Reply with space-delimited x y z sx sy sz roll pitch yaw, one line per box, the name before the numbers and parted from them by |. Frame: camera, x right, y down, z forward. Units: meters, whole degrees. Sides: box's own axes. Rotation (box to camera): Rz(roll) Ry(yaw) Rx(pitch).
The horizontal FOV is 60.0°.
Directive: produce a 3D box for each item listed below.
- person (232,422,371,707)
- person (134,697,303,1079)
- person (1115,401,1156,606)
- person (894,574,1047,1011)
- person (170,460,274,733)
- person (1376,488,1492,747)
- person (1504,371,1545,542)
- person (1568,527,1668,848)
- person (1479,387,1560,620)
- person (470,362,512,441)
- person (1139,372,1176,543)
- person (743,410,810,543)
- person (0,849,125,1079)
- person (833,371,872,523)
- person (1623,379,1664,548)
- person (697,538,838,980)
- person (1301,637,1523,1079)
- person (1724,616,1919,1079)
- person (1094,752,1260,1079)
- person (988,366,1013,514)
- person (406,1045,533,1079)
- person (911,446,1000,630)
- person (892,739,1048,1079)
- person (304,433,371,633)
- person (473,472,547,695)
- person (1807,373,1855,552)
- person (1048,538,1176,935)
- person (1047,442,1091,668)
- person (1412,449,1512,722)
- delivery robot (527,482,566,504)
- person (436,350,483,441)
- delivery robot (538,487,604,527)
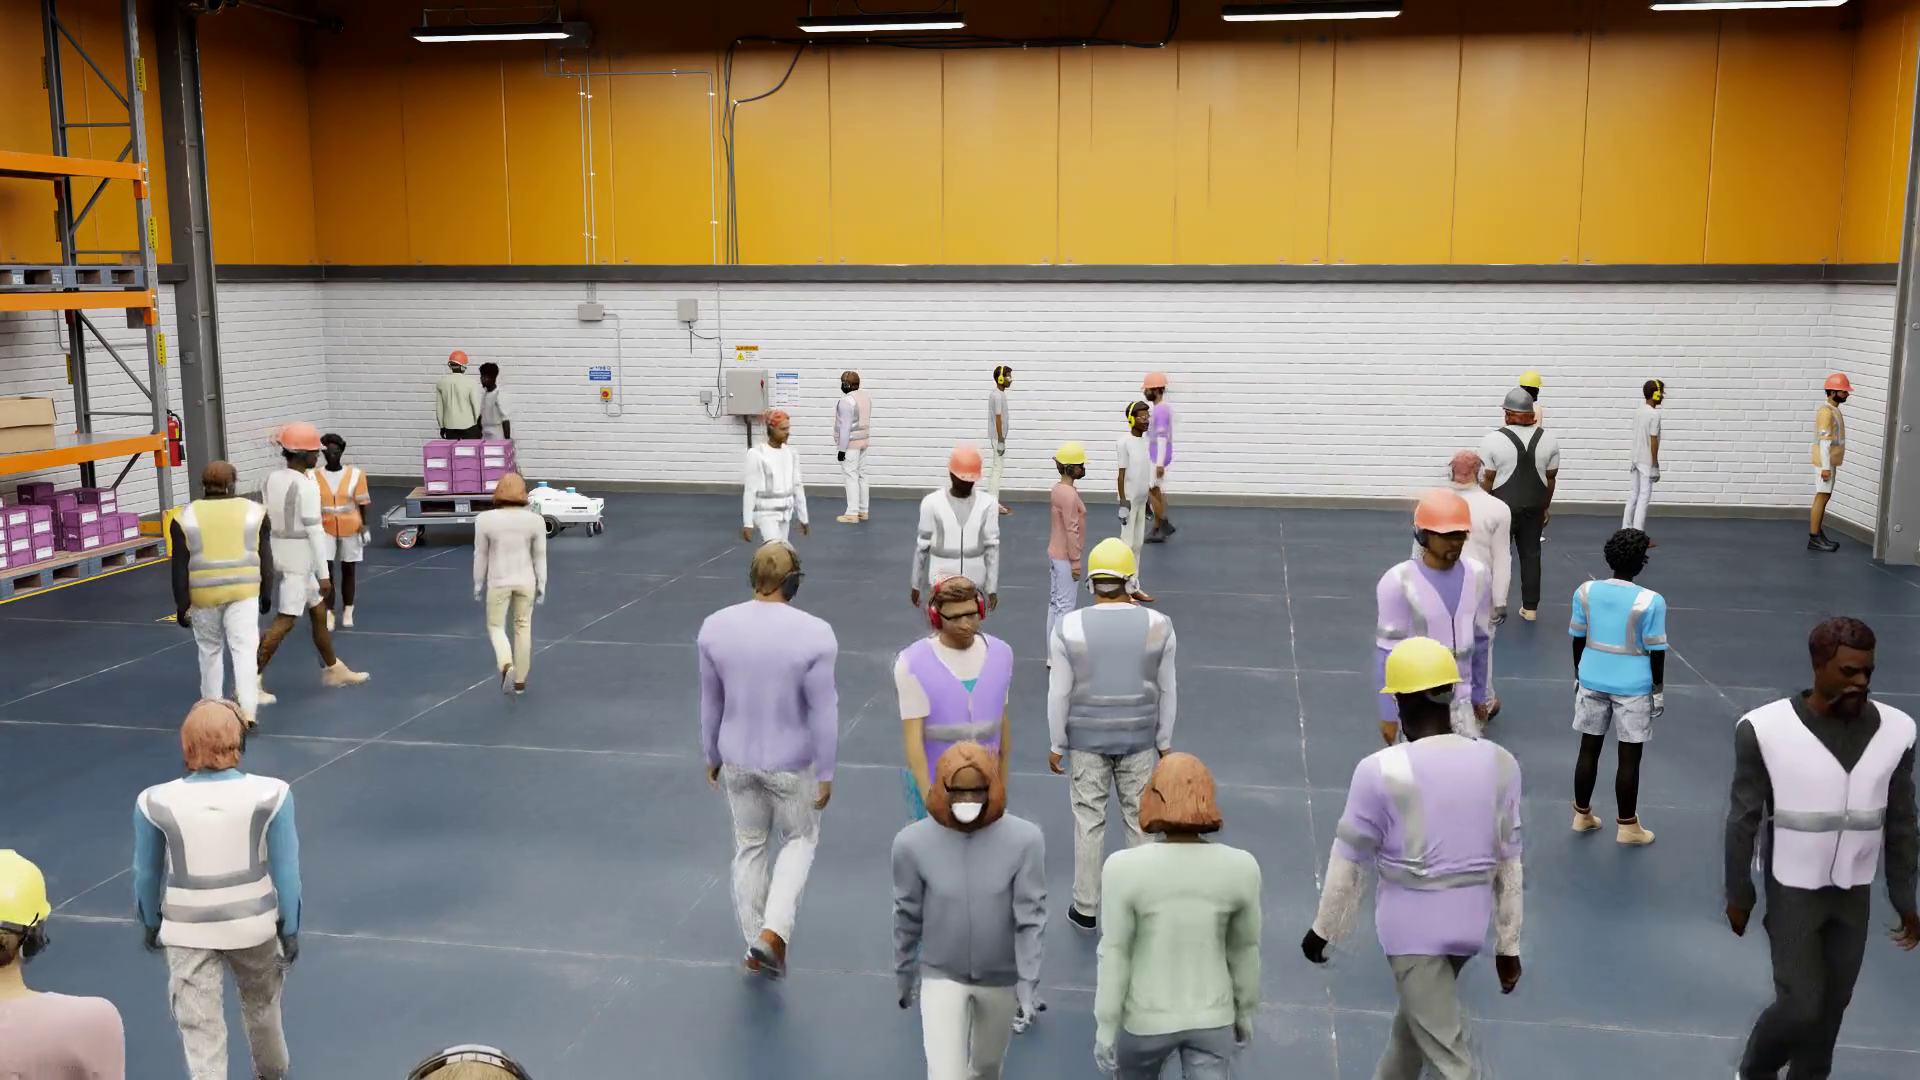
person | -4.734 0.162 11.761 0.614 1.992 1.068 8 12 42
person | -2.541 1.324 5.728 0.518 1.600 0.836 -4 10 -24
person | 1.610 -0.328 15.168 0.329 1.862 0.515 6 11 35
person | 0.039 1.045 6.818 0.564 1.801 0.890 -5 10 -28
person | -4.874 0.373 11.052 0.636 1.800 0.939 -5 10 -29
person | 2.261 0.743 7.984 0.644 2.028 0.521 -3 10 -19
person | 6.376 -0.943 18.768 0.362 1.928 0.587 -3 10 -20
person | 3.491 0.775 8.827 0.315 1.695 0.541 -7 12 -37
person | 4.811 -0.311 14.501 0.682 2.000 0.537 -1 9 -4
person | -5.917 -1.261 20.807 0.984 1.897 0.649 -5 10 -28
person | 2.161 -0.900 18.512 0.399 1.924 0.583 0 9 3
person | -1.522 -0.168 14.131 0.562 1.865 0.623 7 11 36
person | -2.202 1.557 3.879 0.540 1.720 0.894 -3 10 -21
person | -1.317 -1.133 20.217 0.428 1.842 0.631 4 10 25
person | 7.562 -0.841 18.359 0.335 1.860 0.509 -1 9 -5
person | -0.825 0.955 7.048 0.645 1.923 0.513 2 9 12
person | 1.529 1.256 5.365 0.605 1.867 1.026 -4 10 -23
person | 2.923 1.188 5.646 0.601 1.902 0.454 -1 9 -6
person | 0.646 1.440 5.012 0.523 1.591 0.663 -1 9 -7
person | 0.501 -1.258 20.919 0.309 1.864 0.535 0 9 -3
person | -0.709 1.669 2.530 0.635 1.937 0.354 -4 10 -22
person | -0.029 0.262 11.456 0.573 1.880 0.988 -2 9 -11
person | 0.026 1.397 5.340 0.481 1.595 0.840 -1 9 -4
person | -5.229 -0.050 13.977 0.553 1.671 0.683 -4 10 -21
person | -3.188 0.329 11.827 0.517 1.616 0.545 -4 10 -21
person | 9.501 -0.849 18.152 0.357 1.936 0.551 6 11 33
person | 0.689 0.901 7.633 0.592 1.828 0.404 -1 9 -4
person | 0.821 0.140 12.548 0.314 1.769 0.524 -2 9 -9
person | 3.335 0.331 11.025 0.672 1.868 0.818 6 11 31
delivery robot | -4.923 -0.446 19.641 0.477 0.478 0.707 4 10 25
person | -6.660 -1.528 22.188 0.622 1.993 0.383 1 9 7
delivery robot | -4.467 -0.361 19.117 0.707 0.478 0.477 0 9 -2
